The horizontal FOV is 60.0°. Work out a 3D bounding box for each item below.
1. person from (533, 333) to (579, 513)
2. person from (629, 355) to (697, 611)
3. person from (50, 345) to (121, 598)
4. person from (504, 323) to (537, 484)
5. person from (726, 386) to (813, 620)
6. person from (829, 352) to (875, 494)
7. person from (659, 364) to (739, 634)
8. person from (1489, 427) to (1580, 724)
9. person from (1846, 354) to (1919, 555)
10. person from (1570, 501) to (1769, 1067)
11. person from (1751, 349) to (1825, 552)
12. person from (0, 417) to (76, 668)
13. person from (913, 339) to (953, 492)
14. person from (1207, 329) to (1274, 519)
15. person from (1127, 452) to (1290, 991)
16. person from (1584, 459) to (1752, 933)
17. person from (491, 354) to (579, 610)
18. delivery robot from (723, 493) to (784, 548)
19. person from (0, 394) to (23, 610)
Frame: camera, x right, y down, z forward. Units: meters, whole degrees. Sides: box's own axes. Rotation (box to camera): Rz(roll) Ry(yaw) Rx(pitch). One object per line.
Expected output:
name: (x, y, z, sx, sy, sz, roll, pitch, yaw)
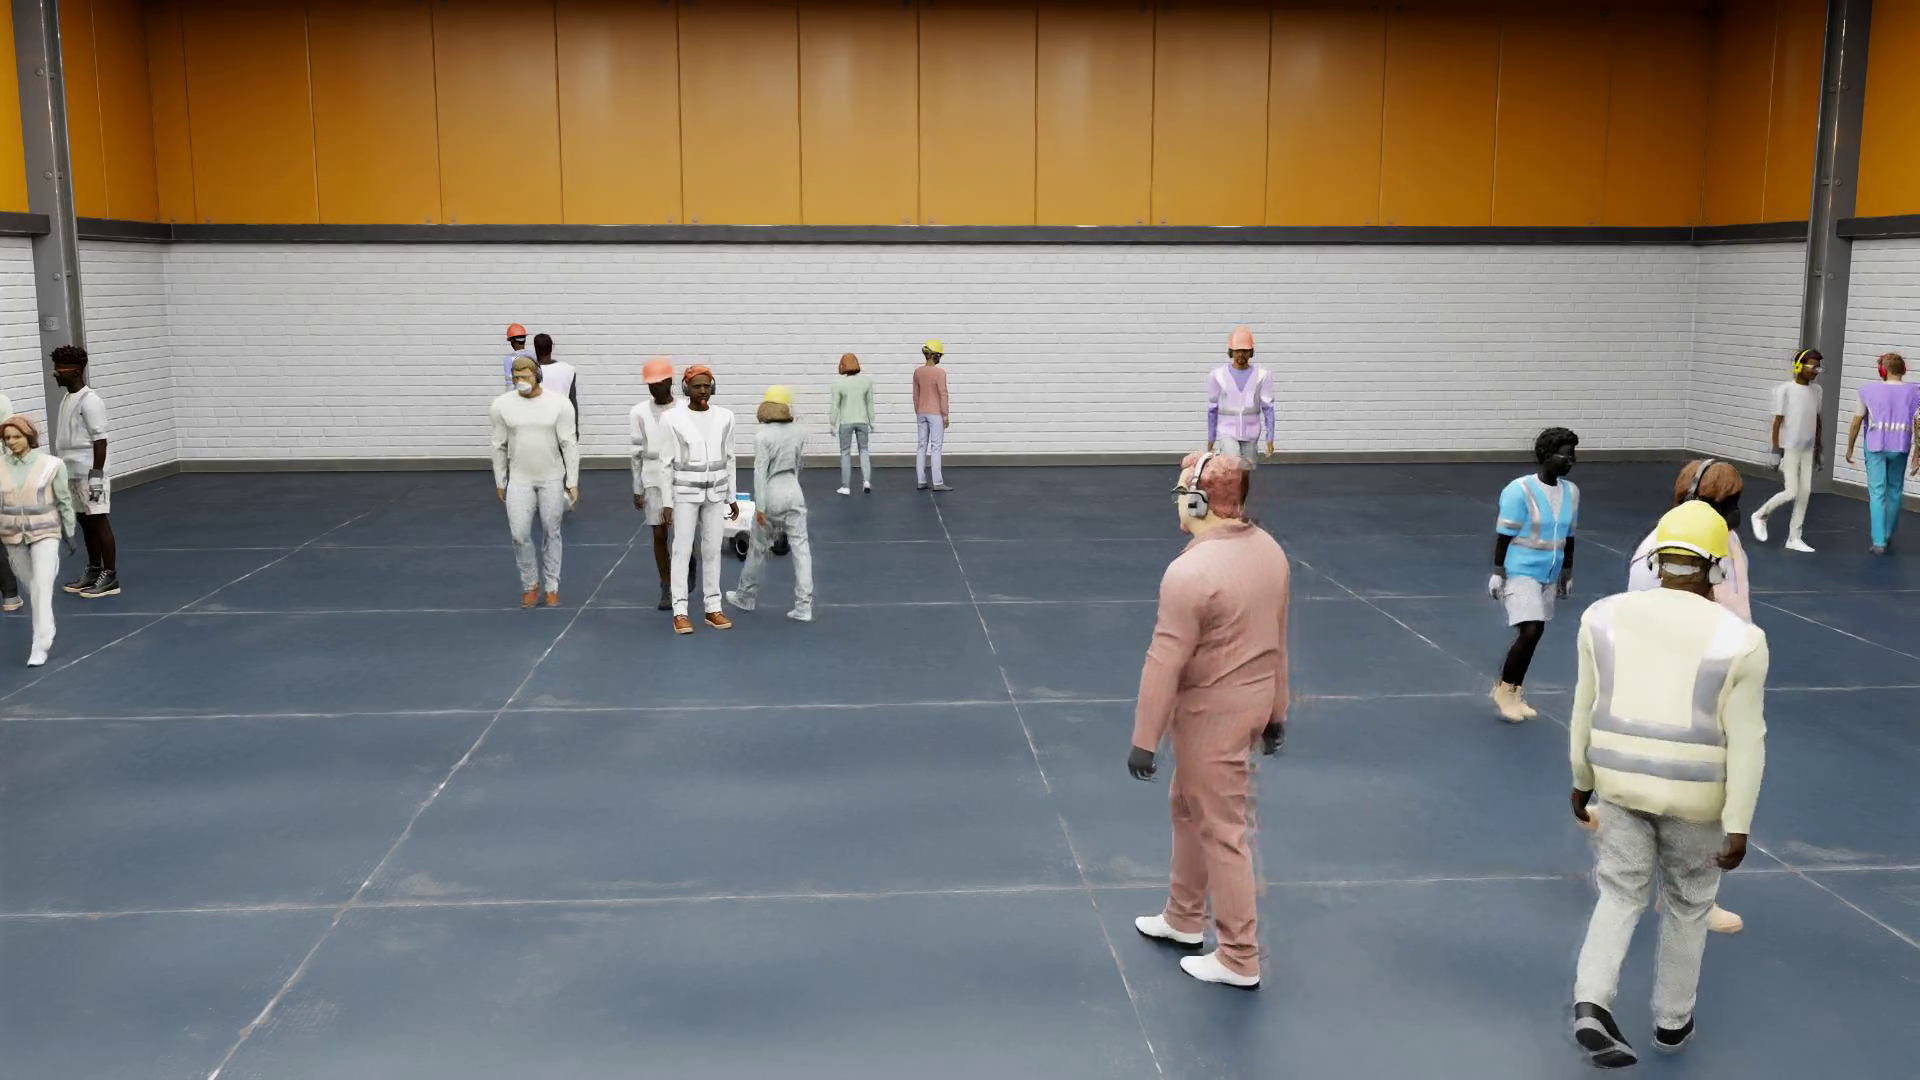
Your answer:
person: (-4.239, -1.175, 17.140, 0.626, 1.906, 0.446, -4, 10, -26)
person: (-2.187, -0.432, 12.464, 0.554, 1.914, 0.557, 1, 9, 5)
person: (-6.824, -0.537, 12.961, 0.367, 1.964, 0.609, -9, 13, -44)
person: (-5.234, -1.614, 19.847, 0.374, 1.927, 0.543, 6, 11, 34)
person: (-1.376, -0.278, 12.200, 0.494, 1.684, 0.922, -9, 13, -44)
person: (-1.231, -1.320, 18.937, 0.532, 1.629, 0.345, -4, 10, -22)
person: (-1.826, -0.291, 11.679, 0.576, 1.881, 0.352, -5, 11, -31)
person: (3.186, 0.194, 9.258, 0.548, 1.671, 0.419, -5, 10, -29)
person: (8.394, -0.791, 15.116, 0.568, 1.787, 0.935, 2, 9, 14)
person: (2.162, 0.786, 5.191, 0.611, 1.803, 0.688, 7, 12, 39)
person: (7.591, -0.816, 15.151, 0.523, 1.839, 0.528, -3, 10, -19)
person: (-6.092, -0.020, 10.904, 0.521, 1.592, 0.891, -2, 9, -11)
person: (-0.319, -1.440, 19.290, 0.523, 1.761, 0.323, 8, 12, 42)
person: (2.695, -1.032, 15.996, 0.624, 1.999, 1.032, 1, 9, 3)
person: (0.800, 0.624, 5.914, 0.756, 1.880, 0.680, 7, 11, 38)
person: (2.760, 0.574, 6.453, 0.635, 1.819, 0.616, -8, 12, -43)
person: (-3.160, -0.426, 12.415, 0.655, 1.910, 0.562, -1, 9, -8)
delivery robot: (-1.918, -0.174, 14.809, 0.707, 0.478, 0.477, 8, 12, 40)
person: (-7.305, -0.448, 12.320, 0.623, 1.990, 0.392, -5, 11, -31)
